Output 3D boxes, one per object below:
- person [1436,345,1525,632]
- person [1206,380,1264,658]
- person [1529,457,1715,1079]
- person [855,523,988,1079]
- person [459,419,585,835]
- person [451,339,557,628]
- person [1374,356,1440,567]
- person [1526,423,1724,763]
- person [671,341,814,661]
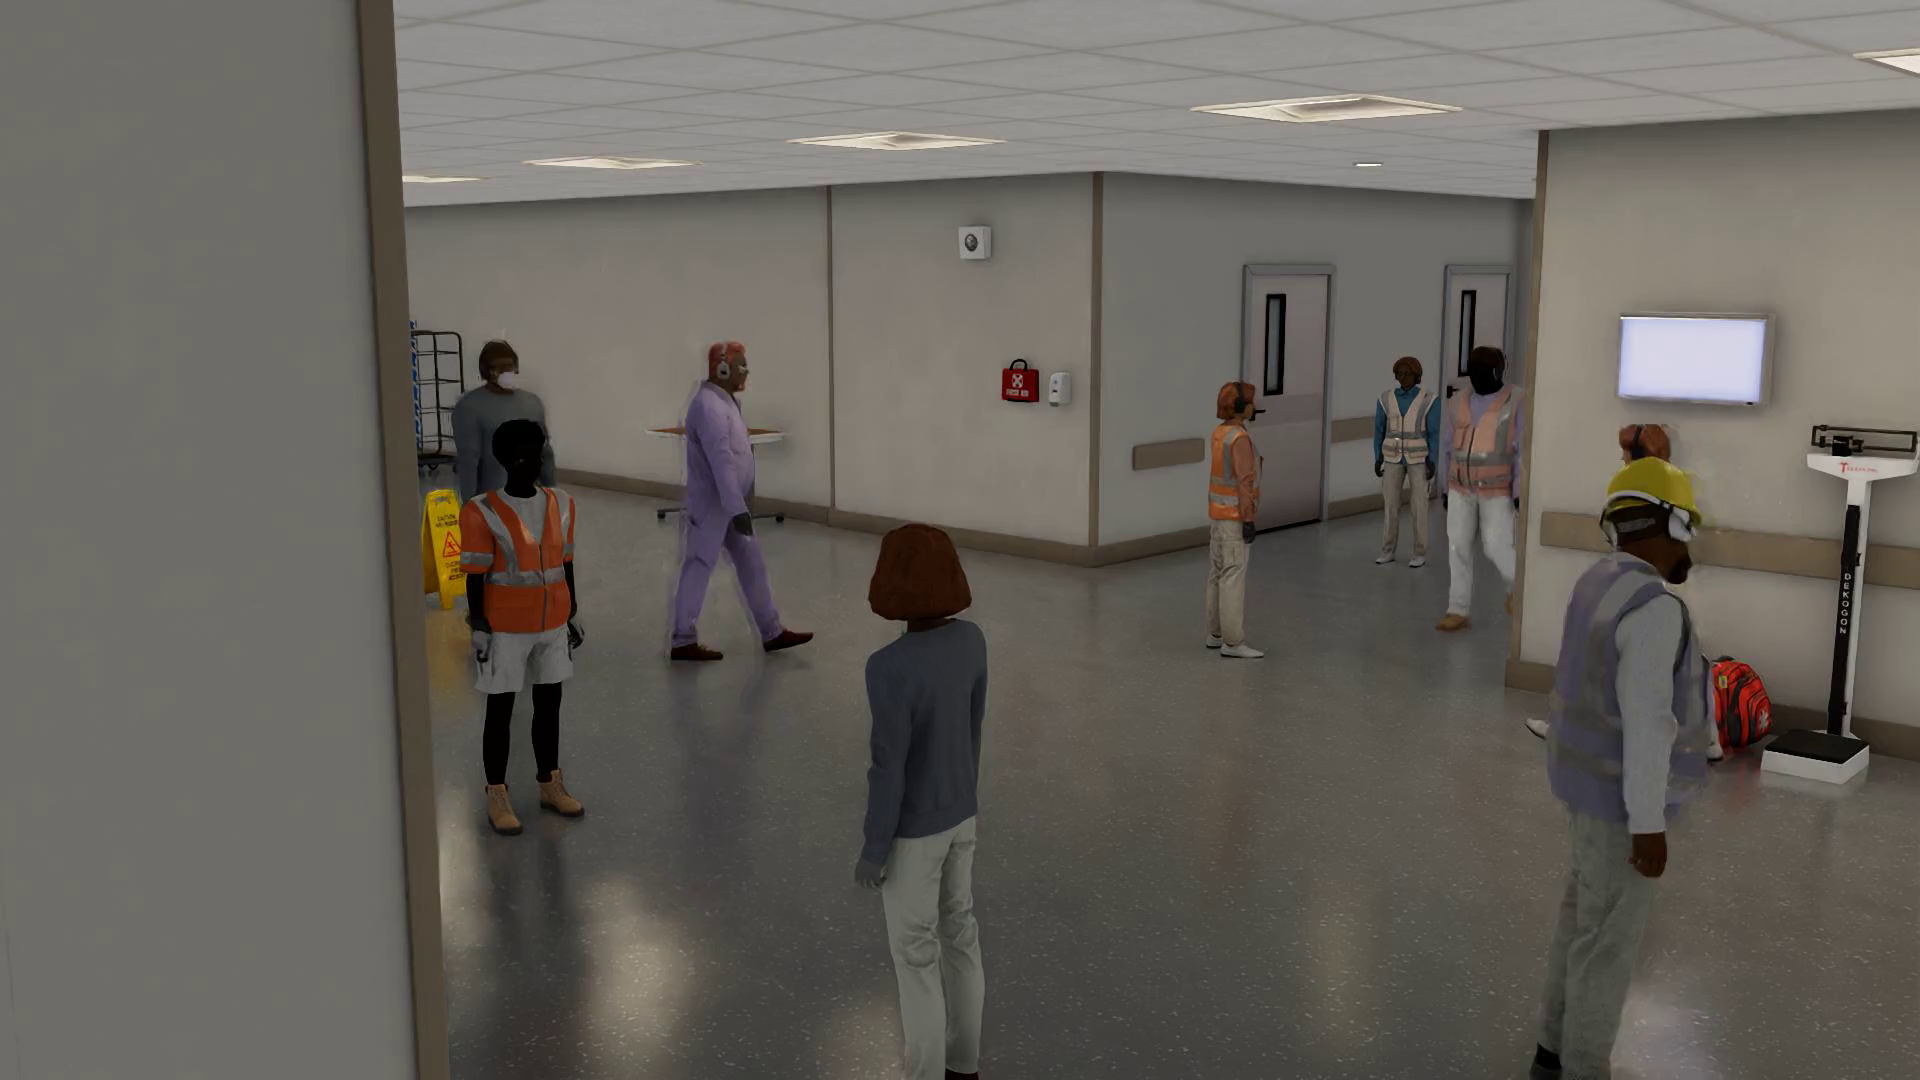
[{"bbox_3d":[3.359,-0.329,10.596,0.652,1.822,0.643,-9,13,-43],"label":"person"},{"bbox_3d":[1.625,-0.124,9.892,0.307,1.643,0.514,-2,9,-10],"label":"person"},{"bbox_3d":[1.799,0.686,4.501,0.407,1.790,0.644,1,9,8],"label":"person"},{"bbox_3d":[-0.104,0.766,4.452,0.280,1.636,0.501,5,11,30],"label":"person"},{"bbox_3d":[-1.789,0.345,6.847,0.316,1.697,0.540,9,13,43],"label":"person"},{"bbox_3d":[-2.699,-0.231,9.828,0.912,1.907,0.647,6,11,33],"label":"person"},{"bbox_3d":[3.452,-0.605,12.881,0.509,1.629,0.315,6,11,31],"label":"person"},{"bbox_3d":[3.191,0.246,7.796,0.887,1.584,0.498,8,12,41],"label":"person"},{"bbox_3d":[-1.294,-0.211,9.716,0.906,1.869,0.658,1,9,3],"label":"person"}]
